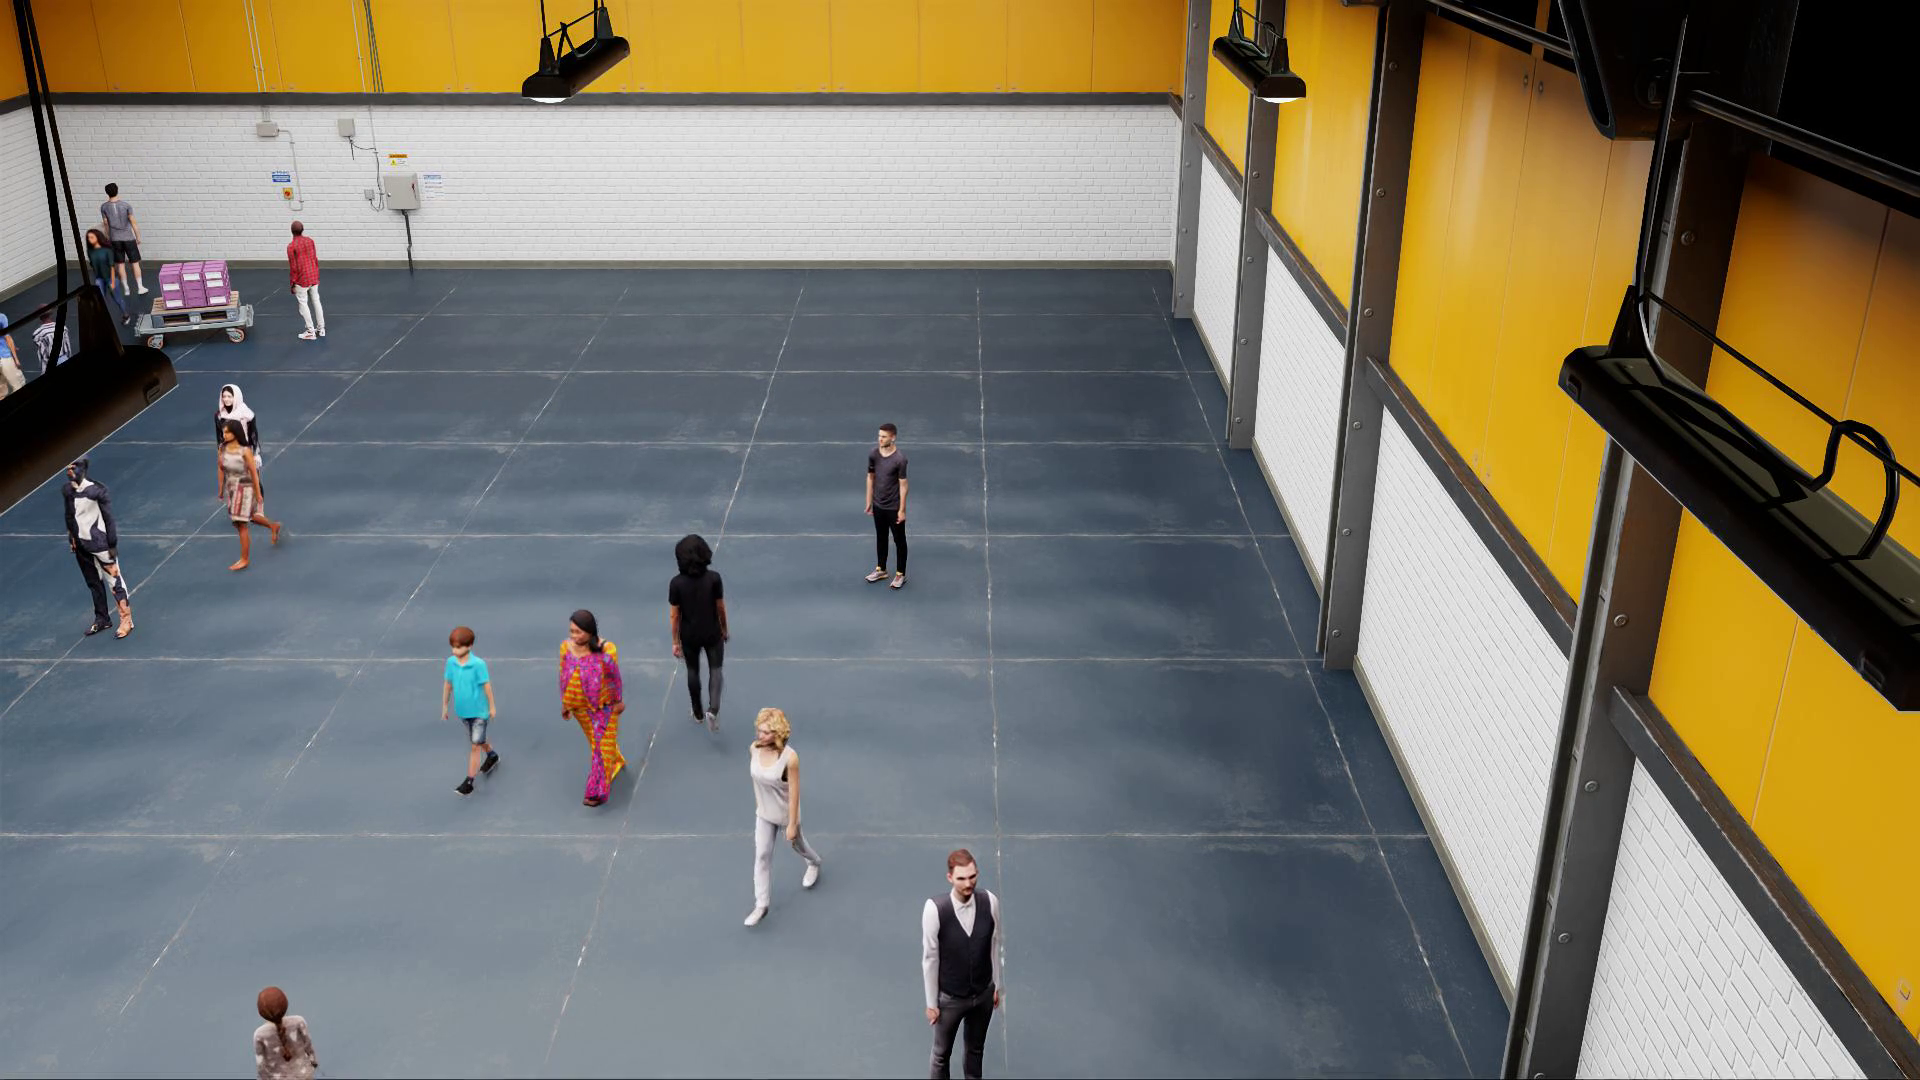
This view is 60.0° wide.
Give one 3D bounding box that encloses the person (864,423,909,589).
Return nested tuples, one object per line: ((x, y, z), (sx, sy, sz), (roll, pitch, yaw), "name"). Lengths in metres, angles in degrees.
((-0.736, -0.373, 17.257), (0.724, 1.764, 0.733), (14, 27, 30), "person")

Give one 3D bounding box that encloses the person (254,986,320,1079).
((-3.967, 3.179, 9.862), (0.685, 1.179, 0.874), (-11, 26, -23), "person")

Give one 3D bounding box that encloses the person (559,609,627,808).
((-2.979, 1.277, 13.634), (0.837, 1.643, 1.158), (6, 24, 14), "person")

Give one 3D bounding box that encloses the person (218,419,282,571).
((-7.636, -0.541, 17.820), (0.904, 1.621, 1.149), (10, 25, 21), "person")

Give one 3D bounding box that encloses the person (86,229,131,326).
((-13.238, -4.044, 25.892), (0.580, 1.574, 1.066), (0, 24, -1), "person")

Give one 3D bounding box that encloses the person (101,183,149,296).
((-13.989, -5.027, 27.769), (0.708, 1.871, 0.645), (-6, 24, -13), "person")

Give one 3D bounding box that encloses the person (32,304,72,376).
((-11.537, -2.153, 21.291), (0.762, 1.794, 0.638), (11, 26, 23), "person")

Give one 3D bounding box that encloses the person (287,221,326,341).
((-10.030, -4.001, 25.488), (0.816, 1.820, 0.708), (14, 27, 29), "person")

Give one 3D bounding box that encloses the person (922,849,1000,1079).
((0.008, 2.694, 10.022), (0.735, 1.938, 0.711), (-10, 25, -21), "person")

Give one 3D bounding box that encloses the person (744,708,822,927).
((-1.259, 1.936, 12.139), (0.972, 1.633, 1.194), (13, 27, 26), "person")

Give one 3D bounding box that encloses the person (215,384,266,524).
((-8.139, -0.987, 18.818), (0.613, 1.638, 0.596), (0, 24, 0), "person")

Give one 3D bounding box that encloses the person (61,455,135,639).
((-8.418, 0.027, 16.180), (0.728, 1.893, 0.664), (5, 24, 12), "person")

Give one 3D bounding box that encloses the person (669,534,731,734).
((-2.227, 0.839, 14.417), (0.753, 1.819, 0.962), (-6, 24, -13), "person")

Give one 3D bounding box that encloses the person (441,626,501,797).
((-3.997, 1.353, 13.750), (0.746, 1.411, 1.015), (8, 25, 17), "person")

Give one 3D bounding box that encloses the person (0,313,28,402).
((-12.494, -2.309, 21.577), (0.729, 1.852, 0.775), (-5, 24, -11), "person")
